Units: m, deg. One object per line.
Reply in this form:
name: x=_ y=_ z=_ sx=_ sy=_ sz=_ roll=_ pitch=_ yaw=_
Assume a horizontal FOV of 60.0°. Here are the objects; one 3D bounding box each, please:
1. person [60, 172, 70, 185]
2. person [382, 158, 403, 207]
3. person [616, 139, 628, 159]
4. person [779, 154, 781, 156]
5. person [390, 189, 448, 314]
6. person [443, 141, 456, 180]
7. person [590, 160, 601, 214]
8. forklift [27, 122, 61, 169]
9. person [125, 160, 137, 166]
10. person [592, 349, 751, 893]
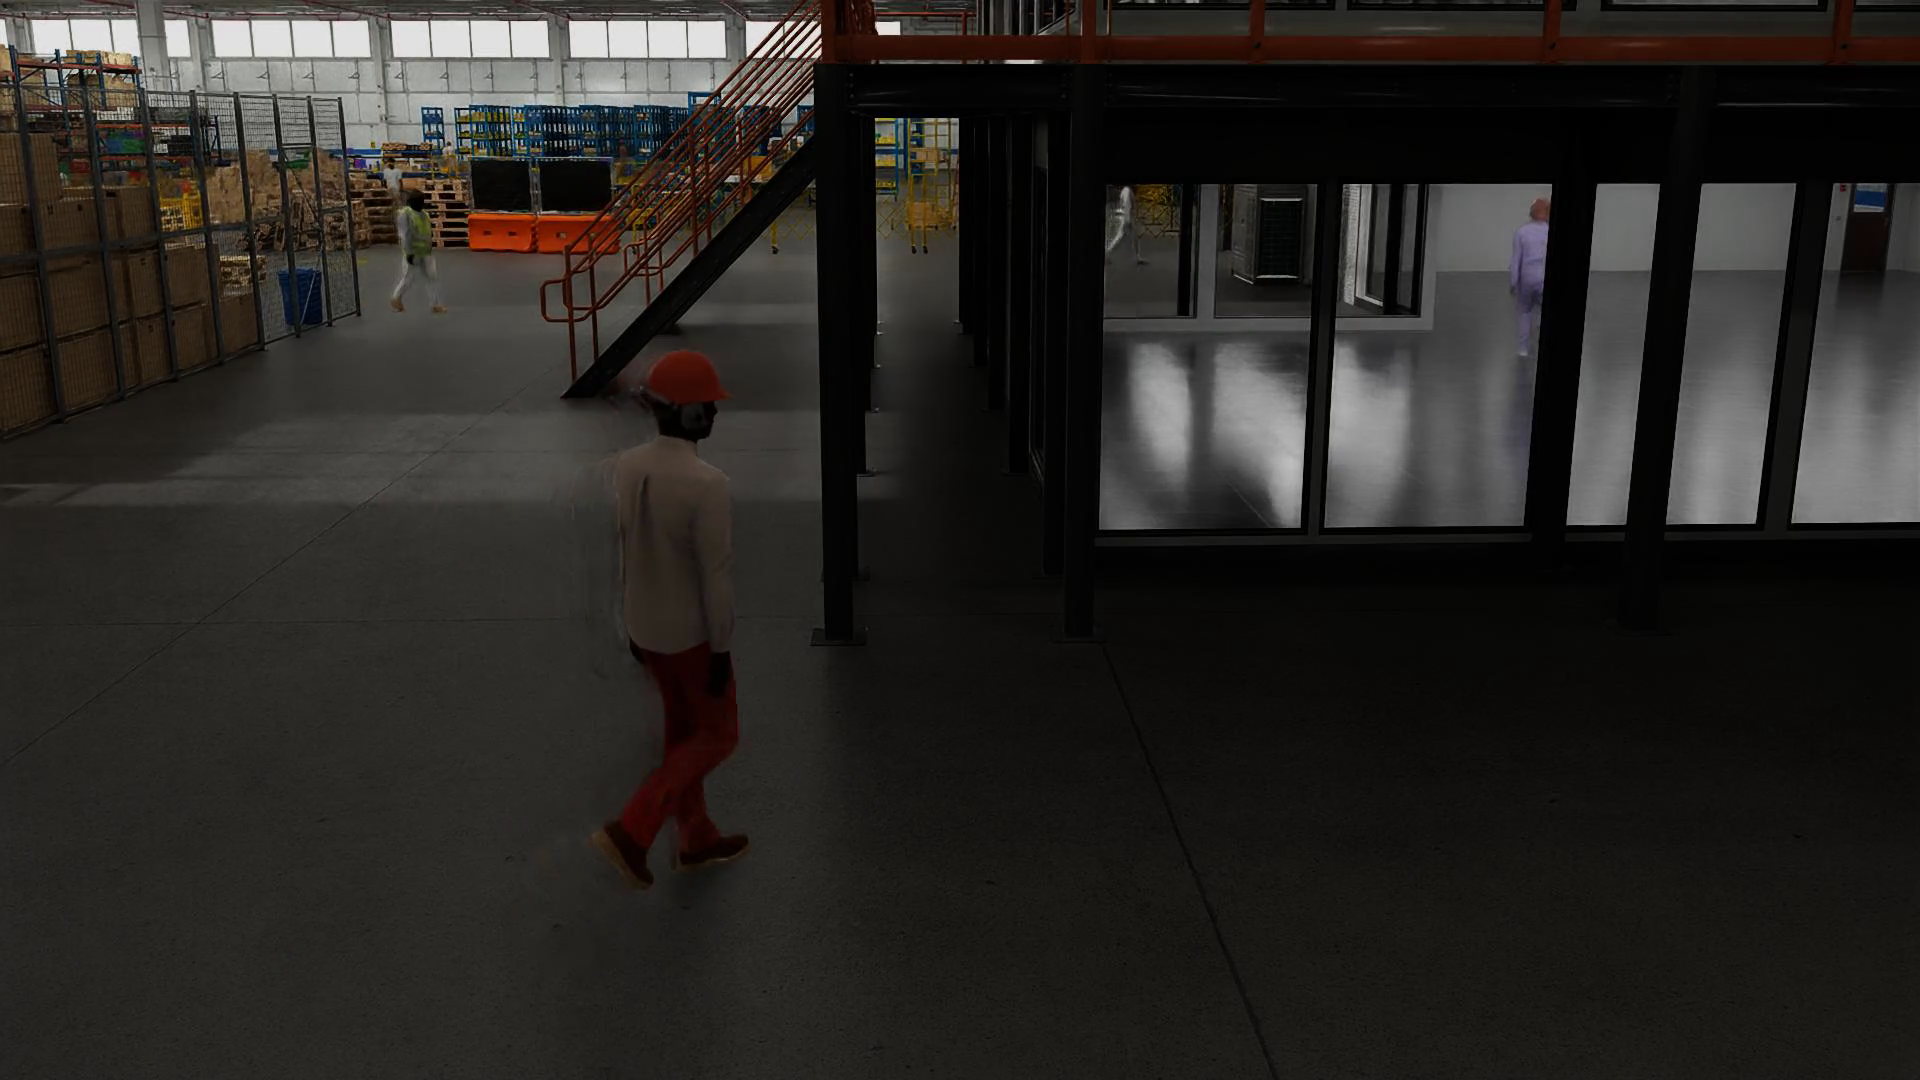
person: x=-20.491 y=-7.642 z=37.580 sx=0.683 sy=2.000 sz=0.537 roll=-1 pitch=14 yaw=-4
person: x=-15.638 y=-9.596 z=45.839 sx=0.553 sy=1.821 sz=0.984 roll=-2 pitch=14 yaw=-9
person: x=-17.126 y=-19.229 z=84.026 sx=0.615 sy=1.971 sz=0.451 roll=-11 pitch=18 yaw=-38
person: x=-8.932 y=-19.118 z=83.952 sx=0.962 sy=1.799 sz=0.572 roll=2 pitch=14 yaw=6
person: x=-8.000 y=-4.225 z=24.396 sx=0.835 sy=1.812 sz=0.625 roll=7 pitch=16 yaw=27
person: x=-25.108 y=-18.669 z=81.921 sx=0.636 sy=1.911 sz=0.404 roll=1 pitch=14 yaw=3
person: x=-10.129 y=-9.655 z=46.177 sx=0.302 sy=1.772 sz=0.525 roll=-5 pitch=15 yaw=-19
forklift: x=-35.376 y=-14.773 z=64.377 sx=1.129 sy=2.768 sz=1.873 roll=-1 pitch=14 yaw=-2
person: x=-34.900 y=-15.567 z=70.076 sx=0.287 sy=1.635 sz=0.499 roll=13 pitch=19 yaw=41
person: x=-1.047 y=0.316 z=5.915 sx=0.620 sy=1.977 sz=0.645 roll=13 pitch=19 yaw=43
